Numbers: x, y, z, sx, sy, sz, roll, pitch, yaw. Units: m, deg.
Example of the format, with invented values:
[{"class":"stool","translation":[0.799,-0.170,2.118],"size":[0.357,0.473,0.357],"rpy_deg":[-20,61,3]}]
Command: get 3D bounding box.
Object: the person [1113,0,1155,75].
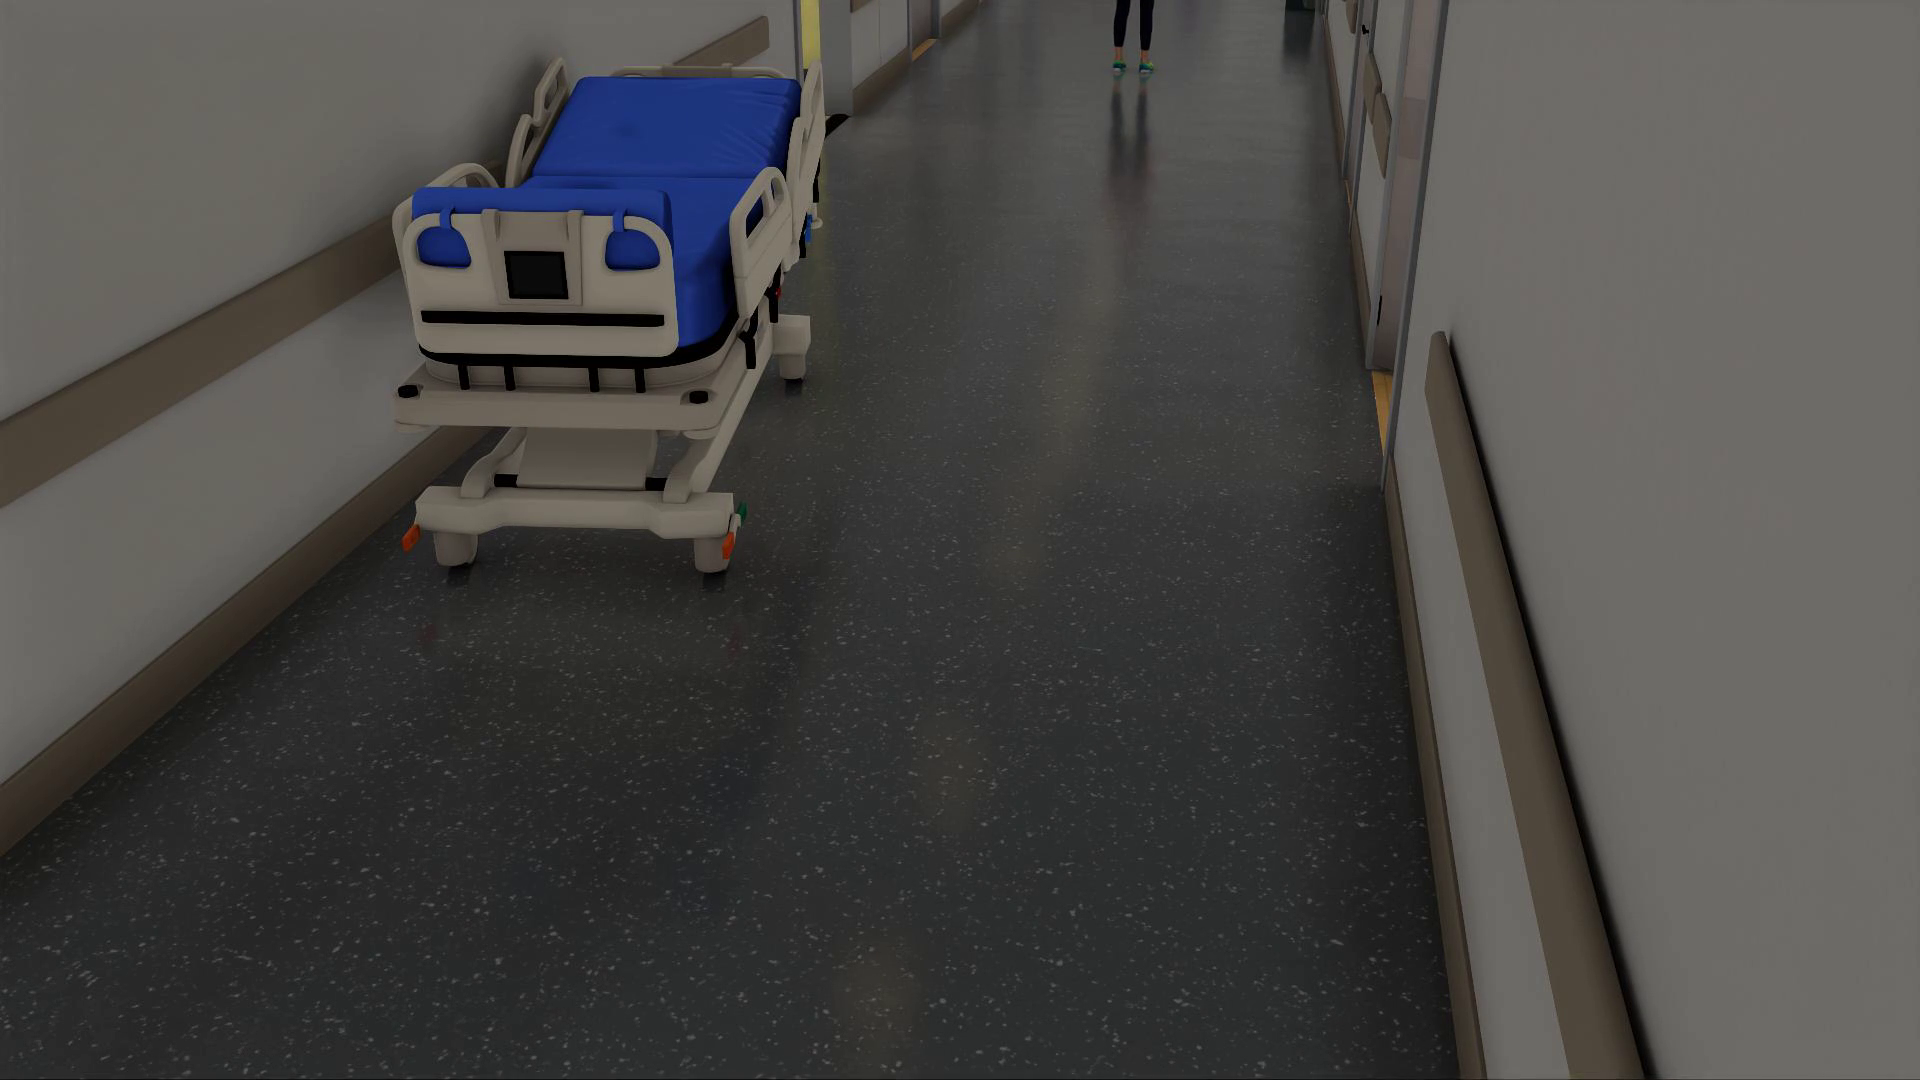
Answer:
[{"class":"person","translation":[1.428,-4.650,13.384],"size":[0.524,1.703,0.684],"rpy_deg":[9,27,18]}]
